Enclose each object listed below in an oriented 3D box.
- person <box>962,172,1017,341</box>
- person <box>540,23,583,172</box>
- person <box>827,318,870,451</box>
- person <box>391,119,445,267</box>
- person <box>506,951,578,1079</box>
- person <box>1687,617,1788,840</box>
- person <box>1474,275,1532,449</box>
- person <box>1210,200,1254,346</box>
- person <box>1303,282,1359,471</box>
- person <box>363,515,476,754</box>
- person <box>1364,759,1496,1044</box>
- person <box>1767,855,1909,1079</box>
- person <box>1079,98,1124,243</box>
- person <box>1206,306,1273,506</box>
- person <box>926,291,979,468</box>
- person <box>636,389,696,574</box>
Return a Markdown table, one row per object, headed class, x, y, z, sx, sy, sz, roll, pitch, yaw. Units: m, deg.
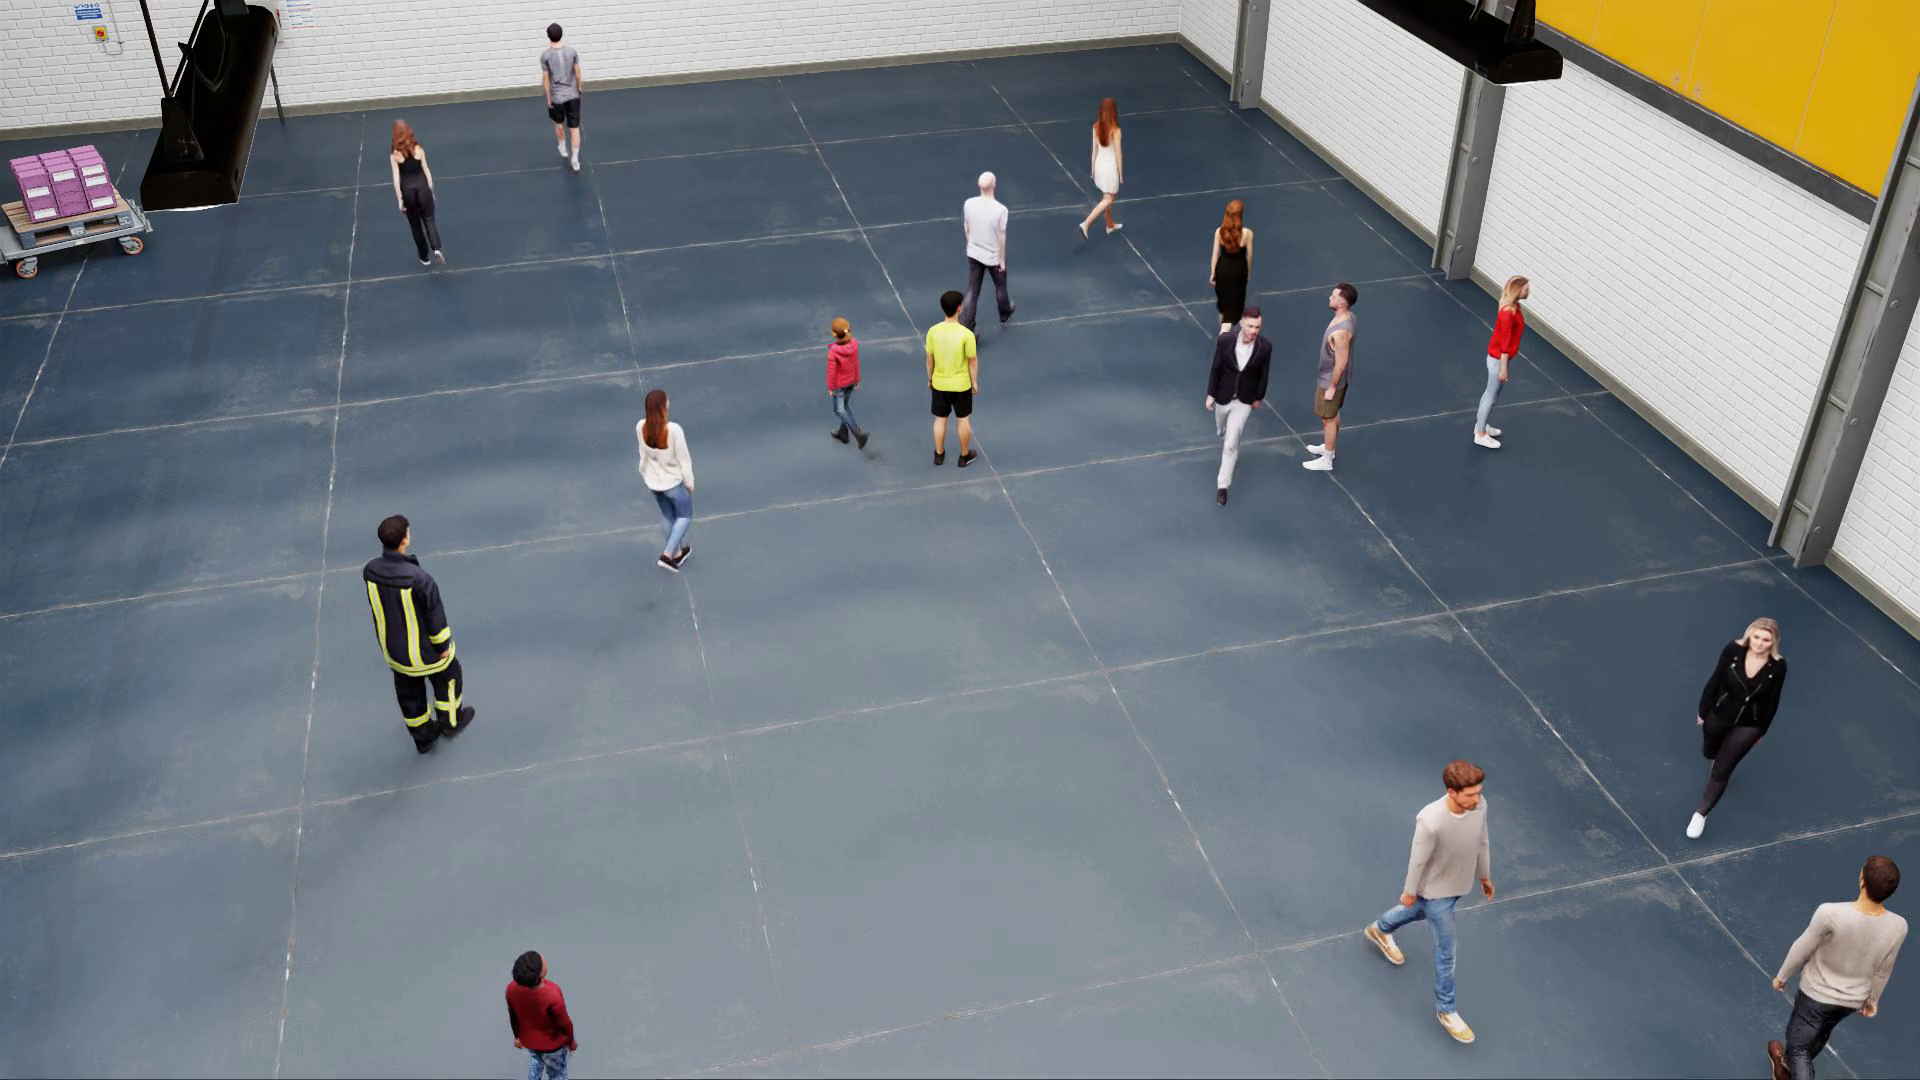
| class | x | y | z | sx | sy | sz | roll | pitch | yaw |
| --- | --- | --- | --- | --- | --- | --- | --- | --- | --- |
| person | 0.220 | -2.874 | 17.225 | 1.192 | 1.780 | 1.288 | 15 | 37 | 22 |
| person | -5.057 | -5.651 | 21.346 | 0.688 | 1.844 | 1.042 | -10 | 35 | -15 |
| person | -1.034 | -1.433 | 15.491 | 0.871 | 1.300 | 0.738 | 28 | 43 | 35 |
| person | -6.112 | -3.869 | 18.762 | 0.738 | 1.736 | 0.963 | -18 | 38 | -25 |
| person | -2.335 | 2.781 | 9.197 | 0.624 | 1.249 | 0.681 | 13 | 36 | 19 |
| person | 5.247 | 1.184 | 11.228 | 1.082 | 1.661 | 1.086 | 21 | 39 | 29 |
| person | 5.035 | -1.682 | 15.500 | 0.747 | 1.705 | 0.629 | 10 | 35 | 14 |
| person | 2.770 | -2.668 | 17.087 | 0.964 | 1.590 | 1.085 | 14 | 36 | 20 |
| person | 3.405 | -1.492 | 15.130 | 0.792 | 1.845 | 0.680 | 11 | 35 | 16 |
| person | -3.894 | 0.723 | 11.692 | 0.966 | 1.915 | 0.991 | 10 | 35 | 15 |
| person | 2.788 | 1.979 | 9.850 | 0.967 | 1.863 | 1.285 | -22 | 39 | -29 |
| person | 4.758 | 2.532 | 9.038 | 0.964 | 1.840 | 1.254 | 2 | 34 | 3 |
| person | 1.664 | -4.296 | 19.445 | 0.915 | 1.691 | 1.059 | -26 | 42 | -34 |
| person | 2.460 | -1.285 | 14.813 | 1.075 | 1.804 | 1.272 | 11 | 35 | 16 |
| person | -0.076 | -1.463 | 15.169 | 0.698 | 1.706 | 0.686 | 8 | 34 | 12 |
| person | -2.423 | -0.435 | 13.645 | 0.857 | 1.682 | 0.933 | 14 | 36 | 20 |
